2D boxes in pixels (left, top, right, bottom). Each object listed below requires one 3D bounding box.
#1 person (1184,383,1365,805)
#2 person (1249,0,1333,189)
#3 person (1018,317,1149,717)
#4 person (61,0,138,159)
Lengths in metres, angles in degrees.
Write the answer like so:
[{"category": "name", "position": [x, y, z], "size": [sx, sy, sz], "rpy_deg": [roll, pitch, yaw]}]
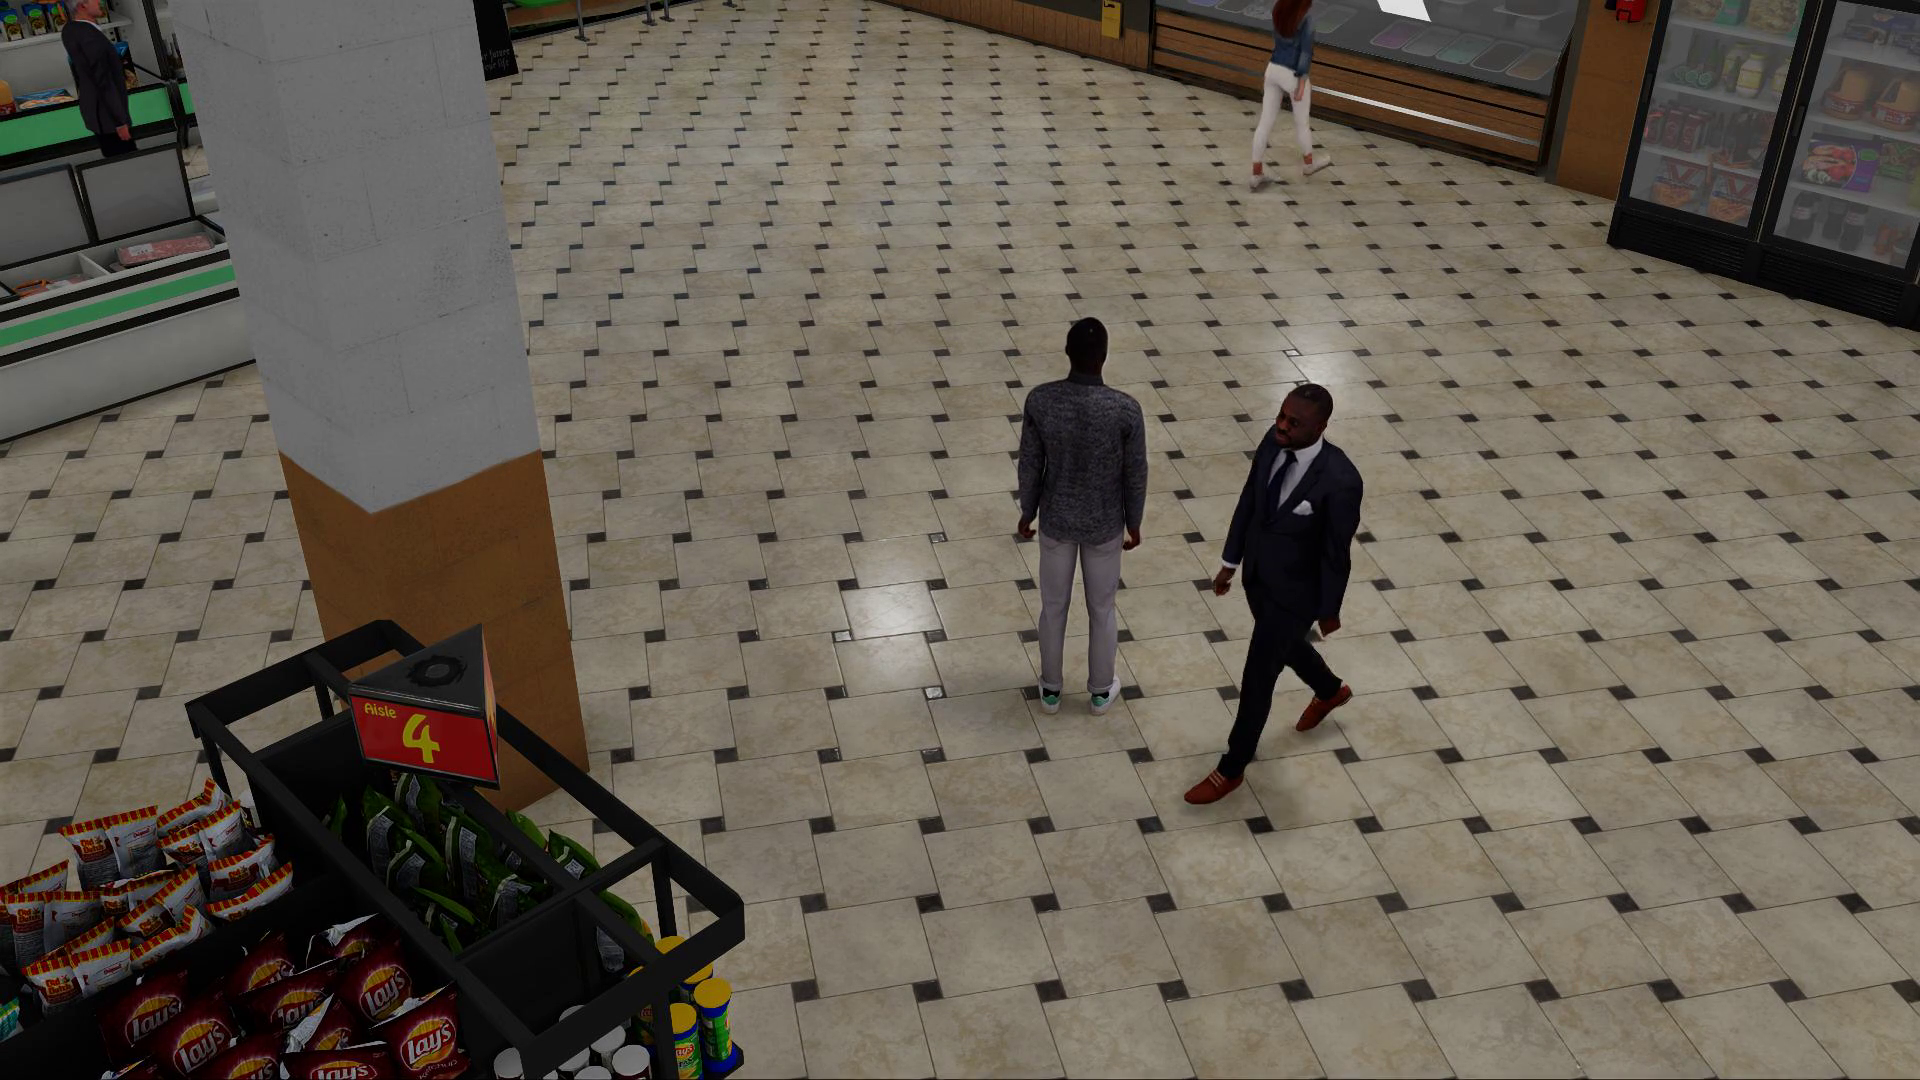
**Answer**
[{"category": "person", "position": [1.348, 0.163, 6.623], "size": [1.276, 1.801, 0.950], "rpy_deg": [-14, 35, -22]}, {"category": "person", "position": [2.410, -3.471, 12.591], "size": [1.024, 1.665, 0.684], "rpy_deg": [-24, 39, -33]}, {"category": "person", "position": [0.500, -0.074, 6.967], "size": [0.761, 1.838, 0.760], "rpy_deg": [6, 32, 9]}, {"category": "person", "position": [-5.960, -2.994, 11.658], "size": [0.614, 1.841, 0.721], "rpy_deg": [-24, 39, -33]}]
